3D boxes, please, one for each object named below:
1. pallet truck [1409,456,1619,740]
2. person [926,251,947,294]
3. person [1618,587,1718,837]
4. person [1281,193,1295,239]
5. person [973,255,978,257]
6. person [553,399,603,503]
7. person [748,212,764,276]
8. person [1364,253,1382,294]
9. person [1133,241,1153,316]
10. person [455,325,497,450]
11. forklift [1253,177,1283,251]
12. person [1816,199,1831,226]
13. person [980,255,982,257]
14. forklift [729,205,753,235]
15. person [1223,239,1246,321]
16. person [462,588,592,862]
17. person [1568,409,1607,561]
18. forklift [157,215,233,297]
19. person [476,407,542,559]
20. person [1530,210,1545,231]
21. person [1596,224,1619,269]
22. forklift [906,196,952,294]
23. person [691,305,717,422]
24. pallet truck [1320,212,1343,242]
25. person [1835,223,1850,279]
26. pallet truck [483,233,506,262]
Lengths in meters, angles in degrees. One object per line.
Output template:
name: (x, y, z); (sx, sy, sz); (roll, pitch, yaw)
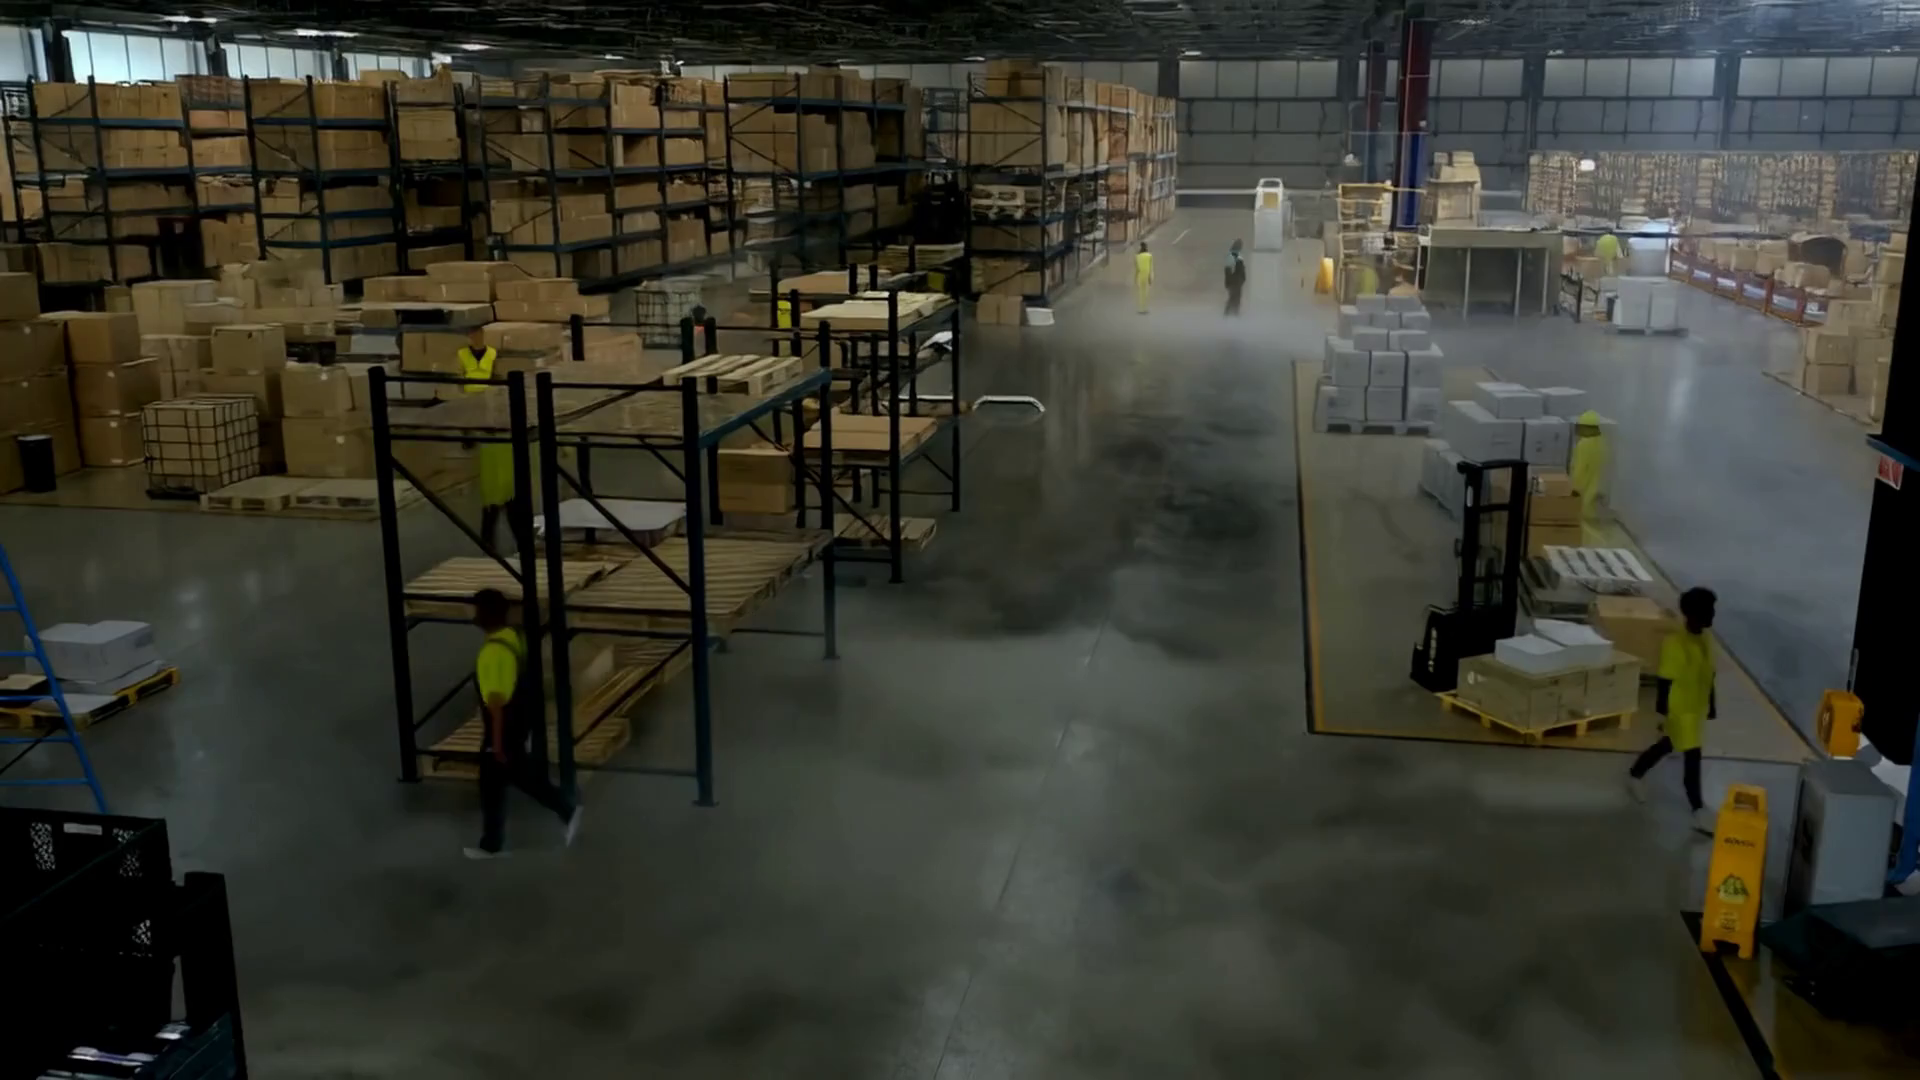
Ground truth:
pallet truck: (4.504, 0.400, 13.395); (0.823, 1.965, 1.885); (-6, 15, -23)
person: (-0.566, -6.326, 41.351); (0.545, 1.680, 0.443); (-4, 15, -17)
person: (4.865, 1.099, 11.257); (0.539, 1.660, 0.851); (-11, 17, -37)
person: (14.238, -14.078, 72.298); (0.632, 1.940, 0.372); (4, 14, 14)
person: (0.706, -11.160, 61.134); (0.788, 1.596, 0.520); (11, 17, 37)
person: (-4.420, -1.015, 19.293); (0.649, 1.919, 0.574); (10, 17, 35)
person: (-6.612, -9.530, 53.618); (0.614, 2.041, 0.393); (11, 17, 37)
person: (9.267, -5.527, 37.605); (0.604, 1.924, 0.567); (5, 15, 20)
person: (4.641, -6.643, 42.246); (0.514, 1.876, 0.328); (-6, 15, -24)
person: (-7.002, -2.175, 24.079); (0.606, 1.895, 0.844); (-8, 16, -29)
forklift: (12.083, -12.747, 64.956); (1.129, 2.768, 1.873); (3, 14, 10)
person: (35.697, -13.146, 68.734); (0.404, 1.831, 0.600); (-7, 15, -26)
person: (0.846, -9.280, 53.317); (0.532, 1.697, 0.319); (-7, 16, -28)
forklift: (-9.491, -14.629, 72.599); (1.129, 2.768, 1.873); (3, 14, 10)
person: (6.854, -6.417, 40.986); (0.841, 2.000, 0.697); (10, 17, 34)
person: (-2.807, 1.191, 10.565); (0.769, 1.822, 0.510); (2, 14, 8)
person: (6.659, -0.530, 17.725); (0.489, 1.730, 0.425); (-13, 19, -43)
forklift: (-16.641, -5.540, 35.697); (1.873, 2.768, 1.129); (3, 14, 10)
person: (-4.709, -0.487, 17.224); (0.915, 1.895, 0.600); (8, 16, 29)
person: (21.743, -11.564, 62.630); (0.544, 1.683, 0.331); (3, 14, 14)
person: (19.784, -8.735, 50.854); (0.619, 1.816, 0.428); (3, 14, 11)
forklift: (-0.830, -8.256, 46.724); (1.129, 2.768, 1.873); (3, 14, 10)
person: (-4.030, -2.706, 26.100); (0.394, 1.955, 0.605); (7, 15, 25)
pallet truck: (15.874, -13.227, 70.310); (0.680, 1.201, 1.601); (10, 17, 35)
person: (27.890, -9.139, 52.604); (0.318, 1.766, 0.533); (-7, 15, -27)
pallet truck: (-11.832, -7.026, 43.548); (1.885, 1.965, 0.823); (8, 16, 28)
